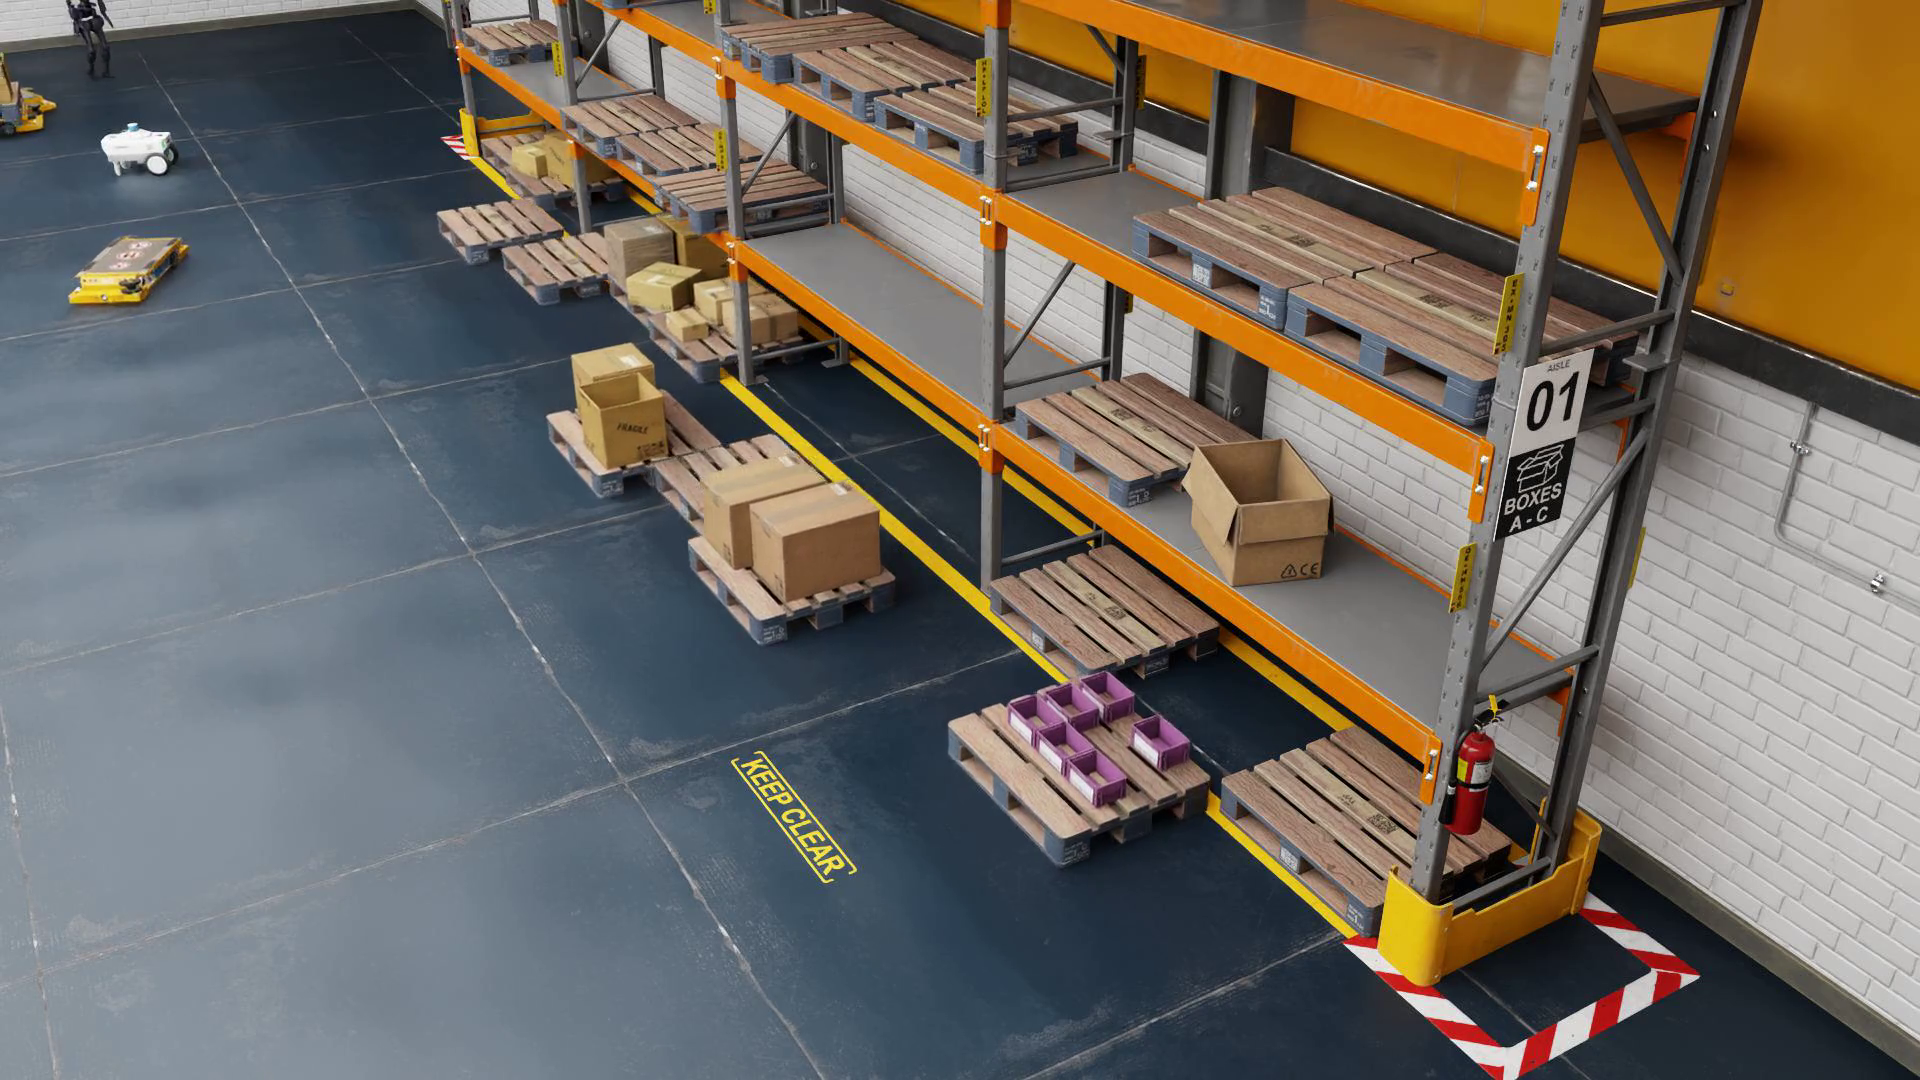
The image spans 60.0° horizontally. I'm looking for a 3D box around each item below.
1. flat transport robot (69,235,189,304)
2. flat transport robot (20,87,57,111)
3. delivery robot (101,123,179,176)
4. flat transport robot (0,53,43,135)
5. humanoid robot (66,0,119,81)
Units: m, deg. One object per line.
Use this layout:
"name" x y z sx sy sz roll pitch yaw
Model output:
"flat transport robot" -8.153 -2.668 16.341 0.659 0.231 1.431 -2 30 -4
"flat transport robot" -12.522 -5.548 21.427 0.659 0.231 1.431 21 36 32
"delivery robot" -9.536 -4.546 19.373 0.771 0.600 0.523 -5 30 -9
"flat transport robot" -12.314 -5.232 20.869 1.431 0.231 0.659 -13 32 -22
"humanoid robot" -11.997 -7.190 22.899 0.332 1.656 0.588 13 32 22
